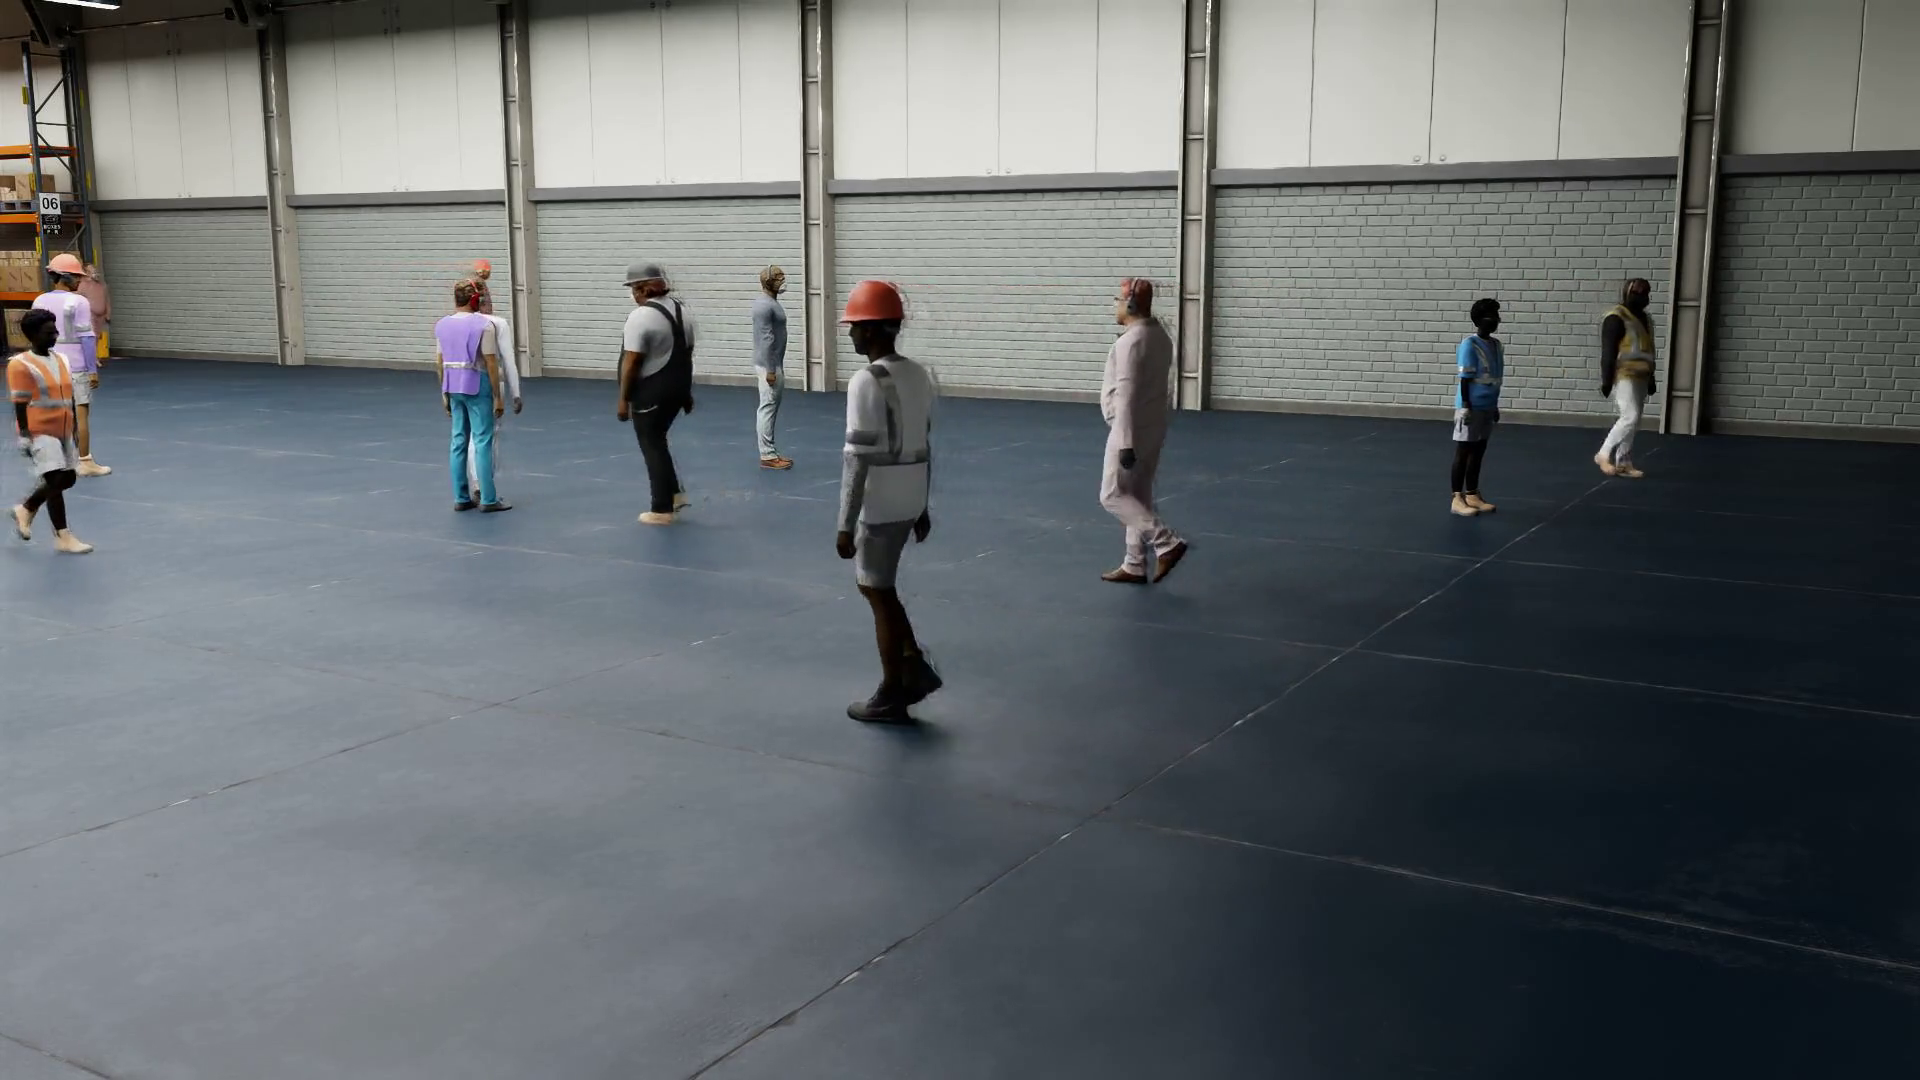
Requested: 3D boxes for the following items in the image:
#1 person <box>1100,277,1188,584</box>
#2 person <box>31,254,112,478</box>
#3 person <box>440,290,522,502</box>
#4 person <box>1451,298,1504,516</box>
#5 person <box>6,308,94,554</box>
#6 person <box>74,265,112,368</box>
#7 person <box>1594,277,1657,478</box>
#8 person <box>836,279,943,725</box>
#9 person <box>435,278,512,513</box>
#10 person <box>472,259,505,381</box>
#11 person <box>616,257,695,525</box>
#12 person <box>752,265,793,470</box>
[{"bbox_3d":[1.115,-0.643,10.117,0.545,1.897,0.640,5,11,28],"label":"person"},{"bbox_3d":[-8.154,-1.589,15.254,0.610,2.037,0.400,3,10,17],"label":"person"},{"bbox_3d":[-3.935,-1.209,13.657,0.621,1.838,0.903,-4,11,-23],"label":"person"},{"bbox_3d":[4.064,-1.042,13.042,0.536,1.696,0.322,-9,13,-43],"label":"person"},{"bbox_3d":[-6.271,-0.741,11.340,0.654,1.675,0.539,2,10,11],"label":"person"},{"bbox_3d":[-15.718,-4.037,30.155,0.686,1.864,0.656,4,10,20],"label":"person"},{"bbox_3d":[6.118,-1.468,15.168,0.631,1.831,0.445,-8,13,-40],"label":"person"},{"bbox_3d":[-0.346,-0.145,7.123,0.400,1.923,0.568,4,11,24],"label":"person"},{"bbox_3d":[-3.872,-1.132,13.132,0.563,1.848,0.390,4,11,24],"label":"person"},{"bbox_3d":[-7.479,-3.450,26.321,0.639,1.972,0.659,0,10,-2],"label":"person"},{"bbox_3d":[-2.325,-1.127,12.538,0.539,2.000,0.709,4,10,21],"label":"person"},{"bbox_3d":[-1.789,-1.642,15.852,0.372,1.940,0.632,0,10,-1],"label":"person"}]
